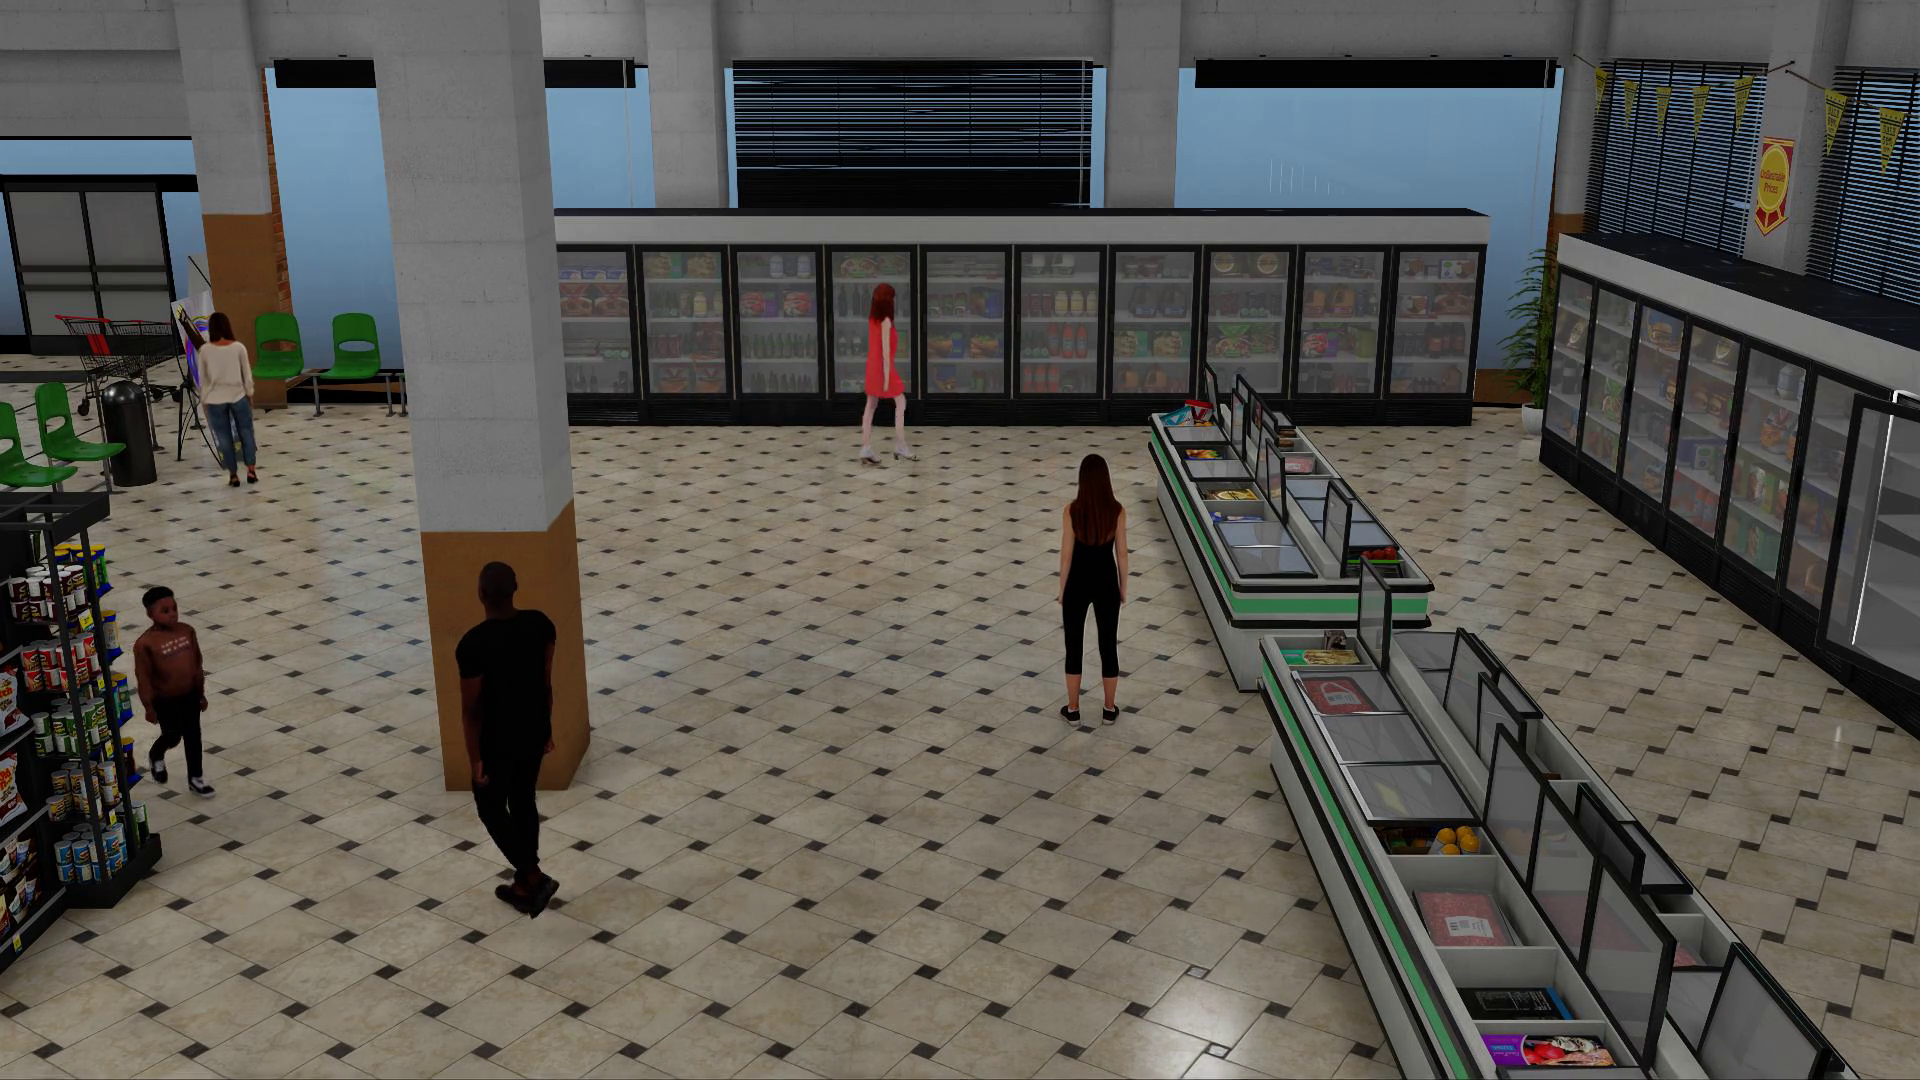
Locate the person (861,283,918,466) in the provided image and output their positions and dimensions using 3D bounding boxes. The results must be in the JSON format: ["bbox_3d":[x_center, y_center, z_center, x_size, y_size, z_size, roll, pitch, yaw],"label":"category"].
[{"bbox_3d":[-0.869,-1.621,16.526,0.903,1.805,0.878,-10,20,-31],"label":"person"}]

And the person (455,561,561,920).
[{"bbox_3d":[-2.095,0.992,7.921,0.960,1.805,1.024,-16,23,-41],"label":"person"}]

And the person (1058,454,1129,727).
[{"bbox_3d":[0.811,0.308,10.310,0.577,1.726,0.501,-1,17,-2],"label":"person"}]

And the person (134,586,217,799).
[{"bbox_3d":[-4.451,0.850,9.355,0.774,1.244,0.743,11,20,32],"label":"person"}]

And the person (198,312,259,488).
[{"bbox_3d":[-6.928,-1.306,15.709,0.736,1.677,0.750,-7,18,-21],"label":"person"}]
